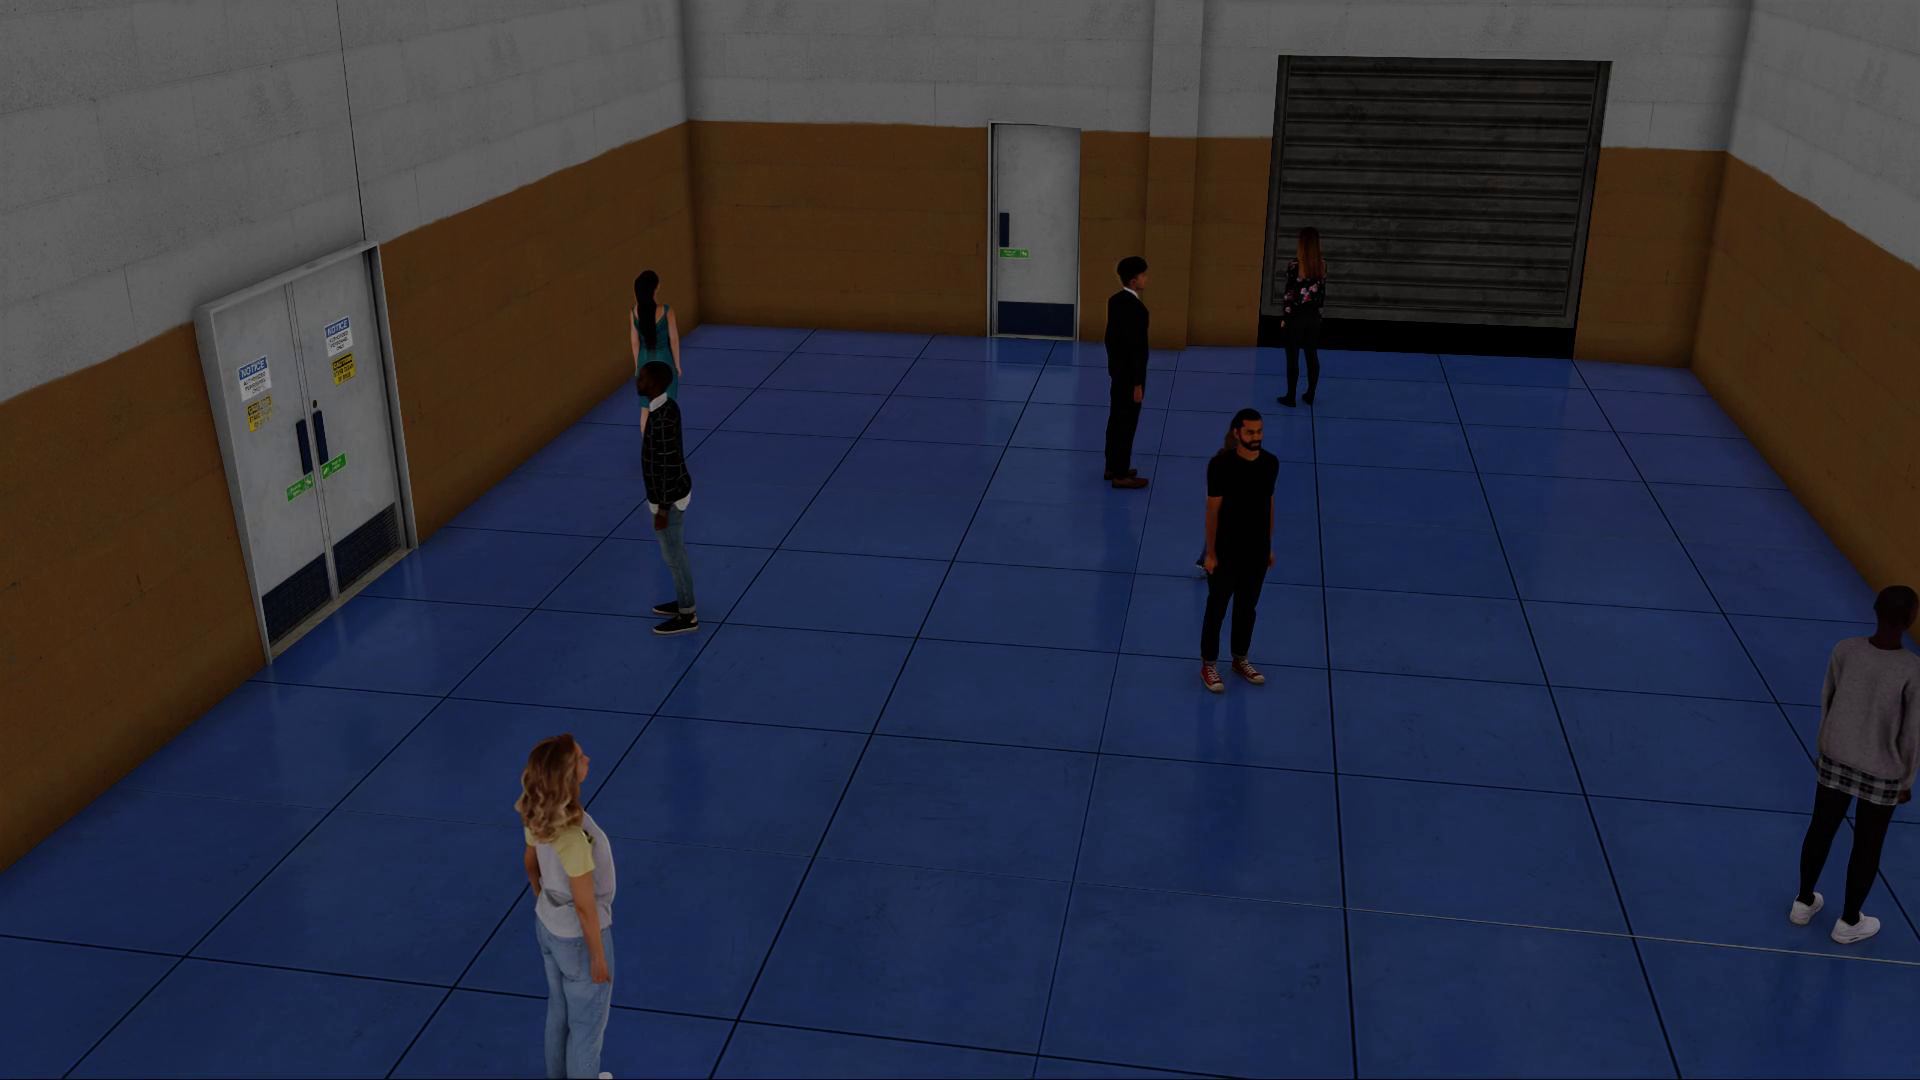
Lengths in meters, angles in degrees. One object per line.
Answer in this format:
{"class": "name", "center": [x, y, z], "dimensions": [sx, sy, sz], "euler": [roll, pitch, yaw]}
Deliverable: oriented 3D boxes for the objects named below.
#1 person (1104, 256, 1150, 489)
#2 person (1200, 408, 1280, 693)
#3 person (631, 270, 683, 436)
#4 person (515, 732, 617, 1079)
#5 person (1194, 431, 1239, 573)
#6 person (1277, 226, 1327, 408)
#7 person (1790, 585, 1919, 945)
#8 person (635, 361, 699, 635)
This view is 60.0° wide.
{"class": "person", "center": [1.335, -1.358, 13.409], "dimensions": [0.719, 1.882, 0.775], "euler": [-6, 23, -14]}
{"class": "person", "center": [1.685, 0.045, 10.084], "dimensions": [0.685, 1.758, 0.786], "euler": [-8, 23, -20]}
{"class": "person", "center": [-2.522, -1.413, 13.806], "dimensions": [0.454, 1.687, 0.626], "euler": [1, 22, 3]}
{"class": "person", "center": [-1.501, 1.524, 6.430], "dimensions": [0.766, 1.722, 0.689], "euler": [-17, 27, -36]}
{"class": "person", "center": [1.896, -0.257, 11.731], "dimensions": [0.826, 1.089, 0.700], "euler": [-10, 24, -23]}
{"class": "person", "center": [3.188, -2.076, 15.462], "dimensions": [0.603, 1.683, 0.715], "euler": [-8, 23, -18]}
{"class": "person", "center": [4.138, 1.021, 7.634], "dimensions": [0.754, 1.772, 0.684], "euler": [-16, 27, -35]}
{"class": "person", "center": [-1.890, -0.287, 10.826], "dimensions": [0.656, 1.820, 0.717], "euler": [-2, 22, -6]}
